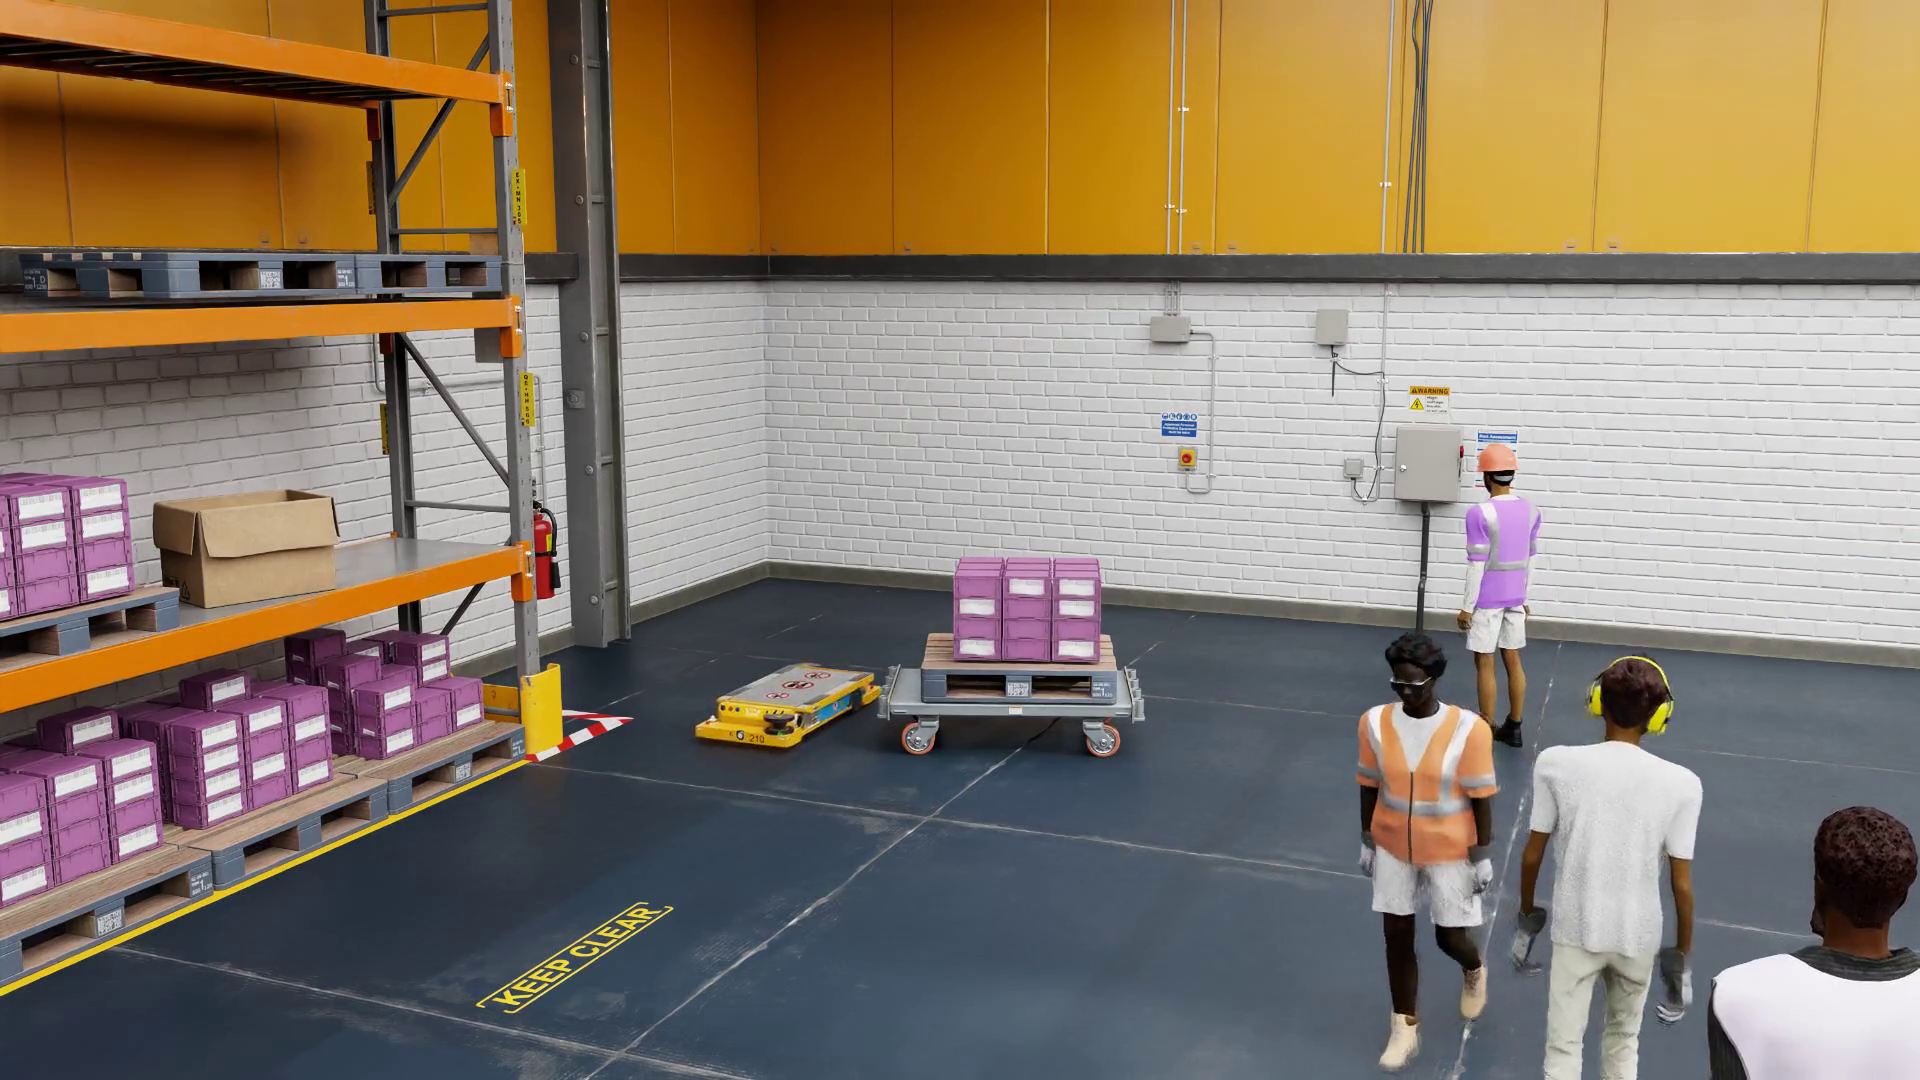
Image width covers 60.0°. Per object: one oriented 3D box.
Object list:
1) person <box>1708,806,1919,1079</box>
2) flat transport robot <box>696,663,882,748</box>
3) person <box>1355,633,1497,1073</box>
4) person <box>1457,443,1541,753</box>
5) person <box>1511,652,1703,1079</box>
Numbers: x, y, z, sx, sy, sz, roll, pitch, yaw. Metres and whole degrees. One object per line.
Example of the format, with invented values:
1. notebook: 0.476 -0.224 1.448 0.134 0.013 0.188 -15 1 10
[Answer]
1. person: 1.857 1.504 3.540 0.591 1.919 0.390 1 9 4
2. flat transport robot: -1.111 1.079 11.098 0.652 0.197 1.431 4 10 22
3. person: 1.795 1.158 6.363 0.560 1.676 0.556 7 11 35
4. person: 3.344 0.359 10.427 0.550 1.933 0.373 -4 10 -25
5. person: 1.999 1.286 5.172 0.534 1.832 0.686 3 10 16
